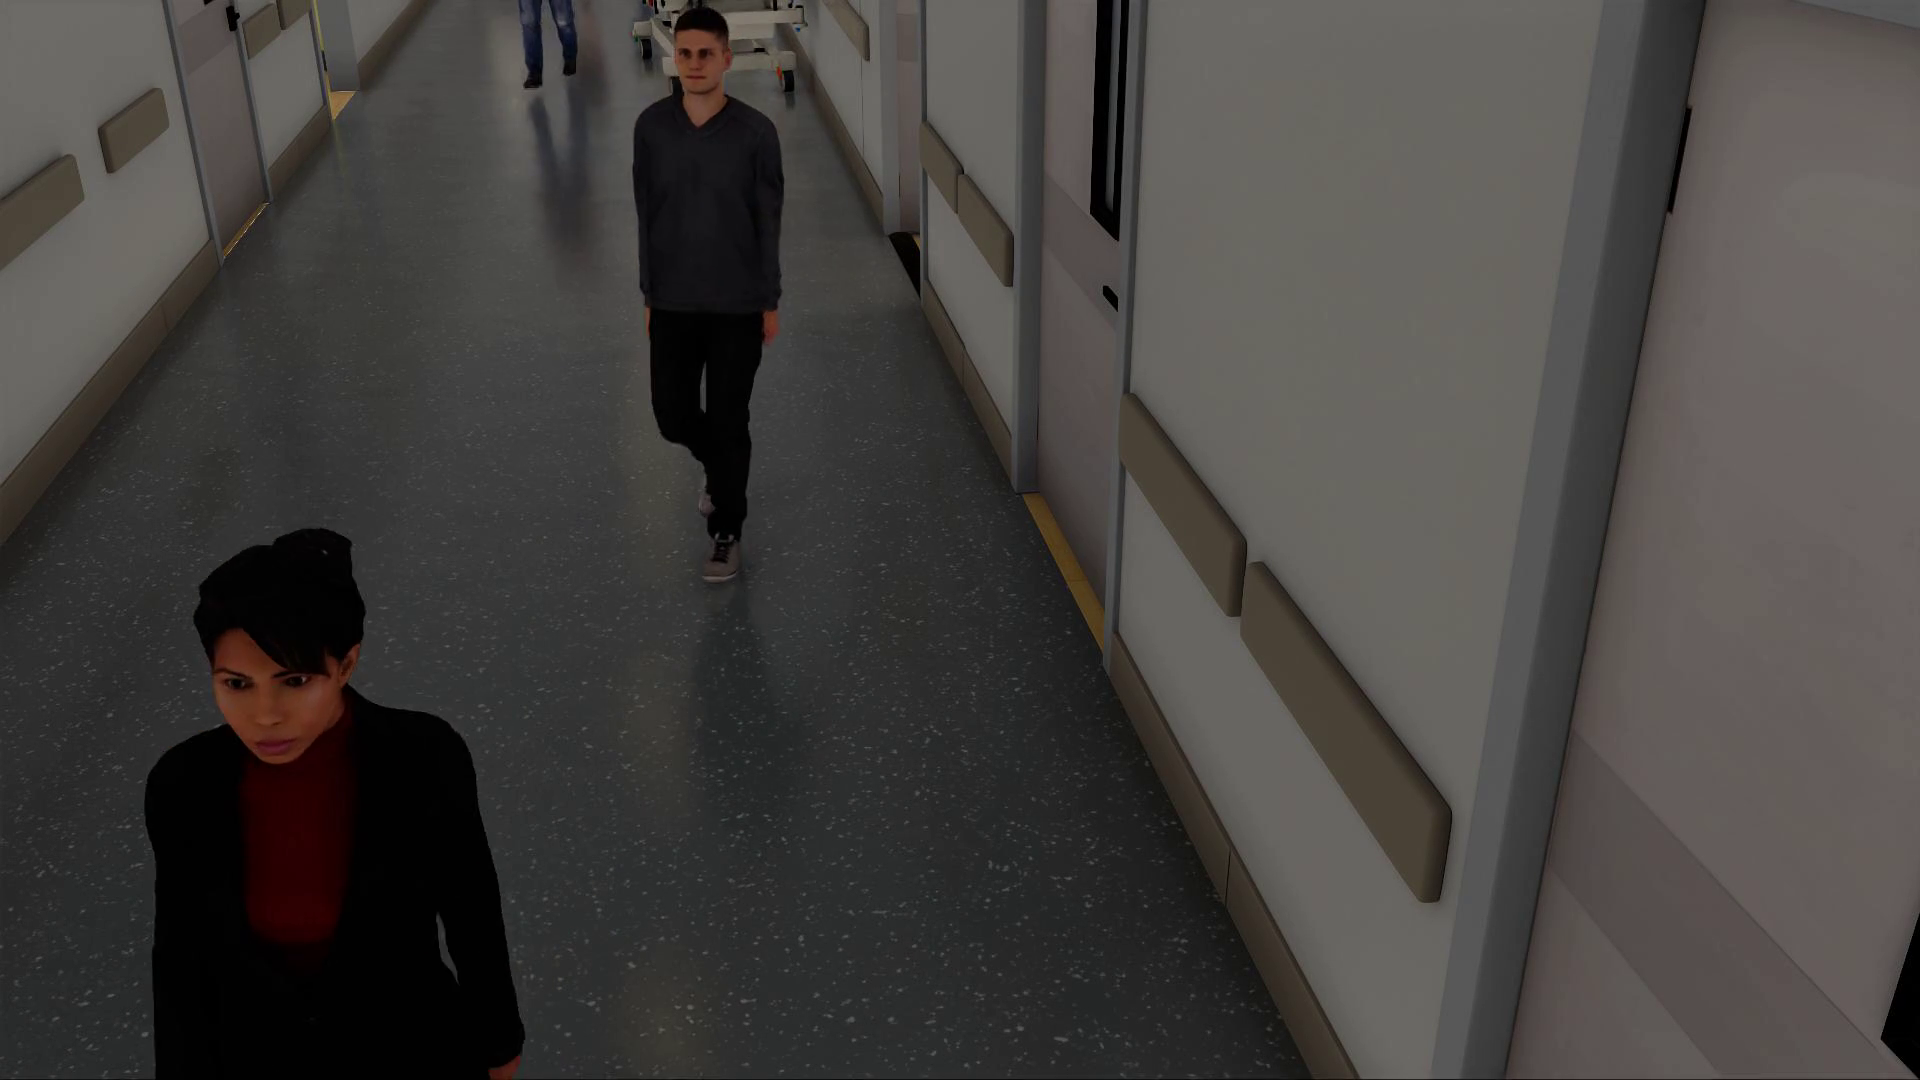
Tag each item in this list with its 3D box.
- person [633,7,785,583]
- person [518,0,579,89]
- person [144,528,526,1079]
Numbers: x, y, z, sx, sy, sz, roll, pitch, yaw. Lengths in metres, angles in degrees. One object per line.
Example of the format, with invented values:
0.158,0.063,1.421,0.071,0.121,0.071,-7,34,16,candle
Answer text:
-0.776,-0.766,5.227,0.837,1.751,0.813,2,26,5,person
-3.171,-4.407,12.715,1.166,1.806,0.872,0,26,-1,person
-0.813,0.726,2.303,0.964,1.604,0.677,-2,26,-5,person
